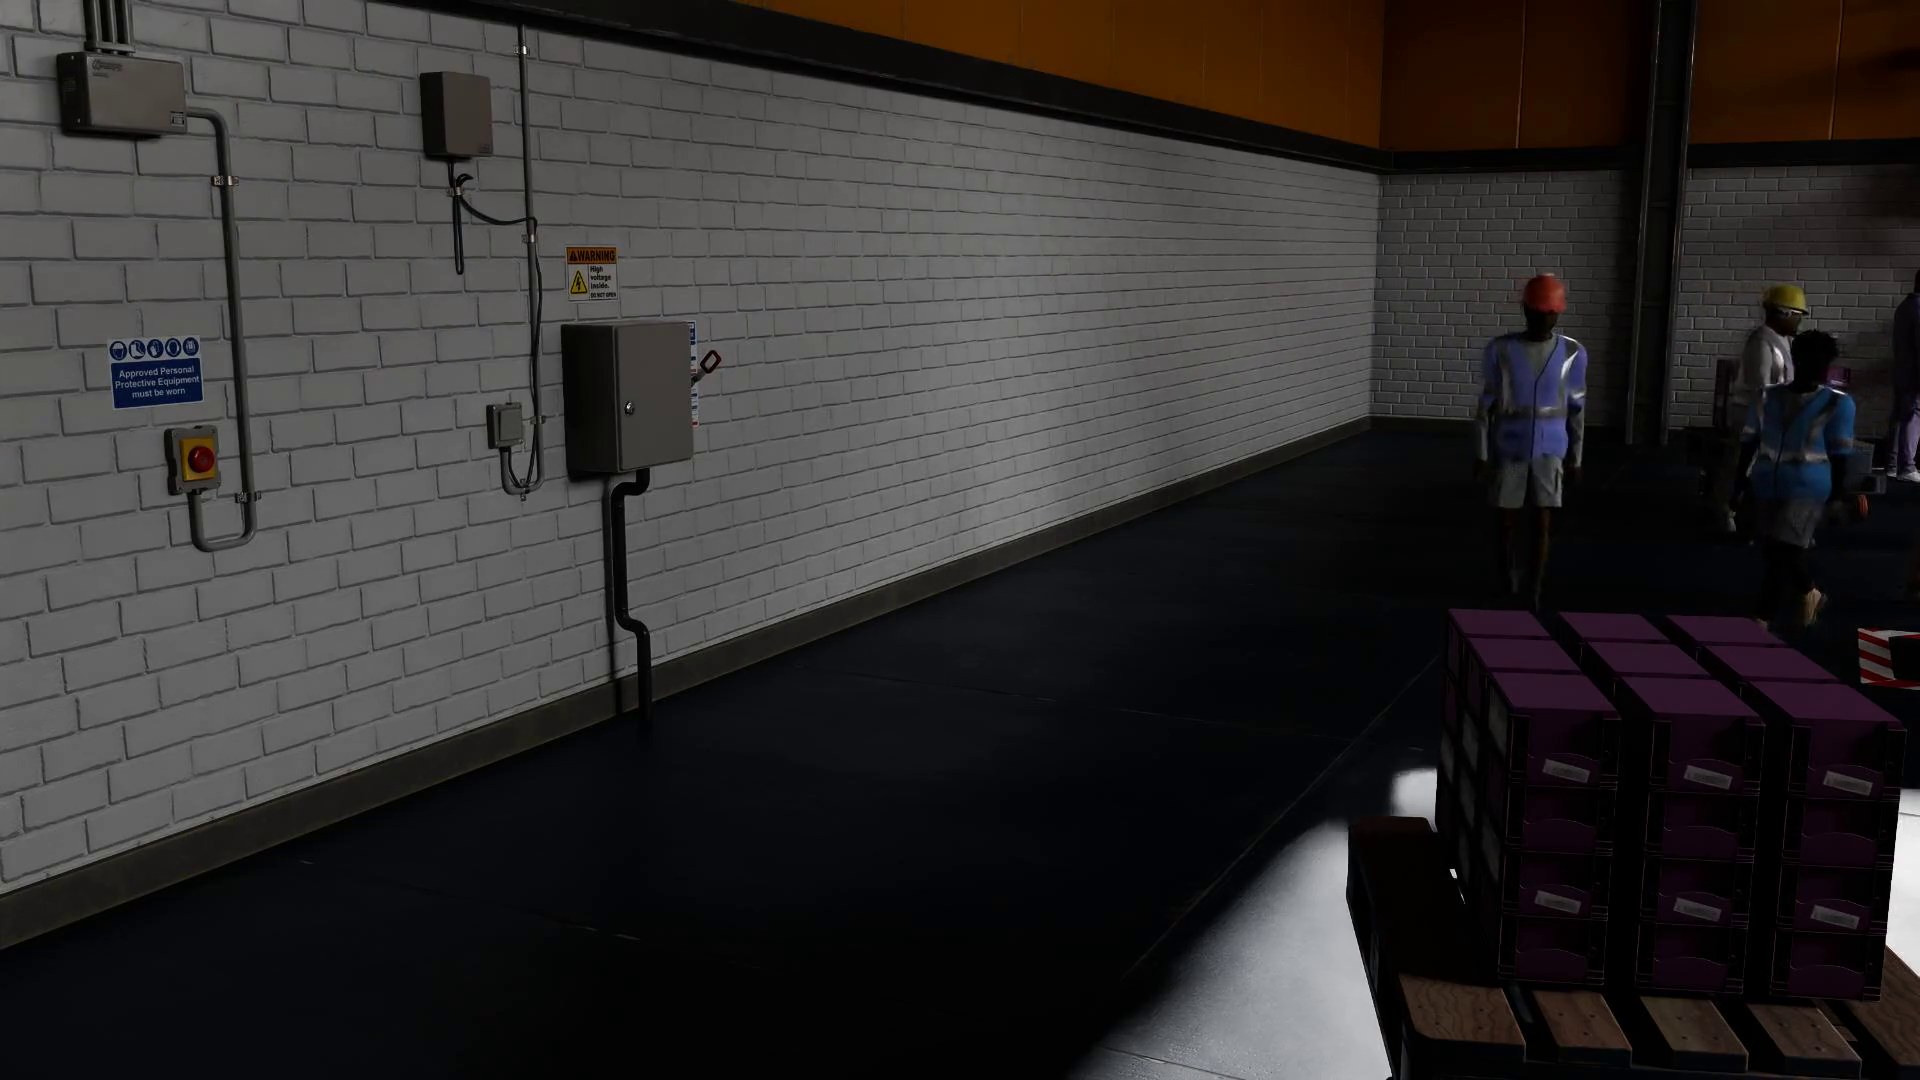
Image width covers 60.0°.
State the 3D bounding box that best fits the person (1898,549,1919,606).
[{"bbox_3d":[5.783,-0.361,9.292,0.869,1.580,0.549,3,10,18],"label":"person"}]

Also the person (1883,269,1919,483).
[{"bbox_3d":[8.479,-1.458,14.707,0.402,1.905,0.652,2,10,11],"label":"person"}]

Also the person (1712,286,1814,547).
[{"bbox_3d":[5.577,-0.823,11.350,0.757,1.789,0.654,9,13,42],"label":"person"}]

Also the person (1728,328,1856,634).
[{"bbox_3d":[4.293,-0.260,8.519,0.823,1.658,0.558,-7,12,-34],"label":"person"}]

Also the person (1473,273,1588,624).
[{"bbox_3d":[3.138,-0.511,9.189,0.571,1.917,0.624,2,10,13],"label":"person"}]
